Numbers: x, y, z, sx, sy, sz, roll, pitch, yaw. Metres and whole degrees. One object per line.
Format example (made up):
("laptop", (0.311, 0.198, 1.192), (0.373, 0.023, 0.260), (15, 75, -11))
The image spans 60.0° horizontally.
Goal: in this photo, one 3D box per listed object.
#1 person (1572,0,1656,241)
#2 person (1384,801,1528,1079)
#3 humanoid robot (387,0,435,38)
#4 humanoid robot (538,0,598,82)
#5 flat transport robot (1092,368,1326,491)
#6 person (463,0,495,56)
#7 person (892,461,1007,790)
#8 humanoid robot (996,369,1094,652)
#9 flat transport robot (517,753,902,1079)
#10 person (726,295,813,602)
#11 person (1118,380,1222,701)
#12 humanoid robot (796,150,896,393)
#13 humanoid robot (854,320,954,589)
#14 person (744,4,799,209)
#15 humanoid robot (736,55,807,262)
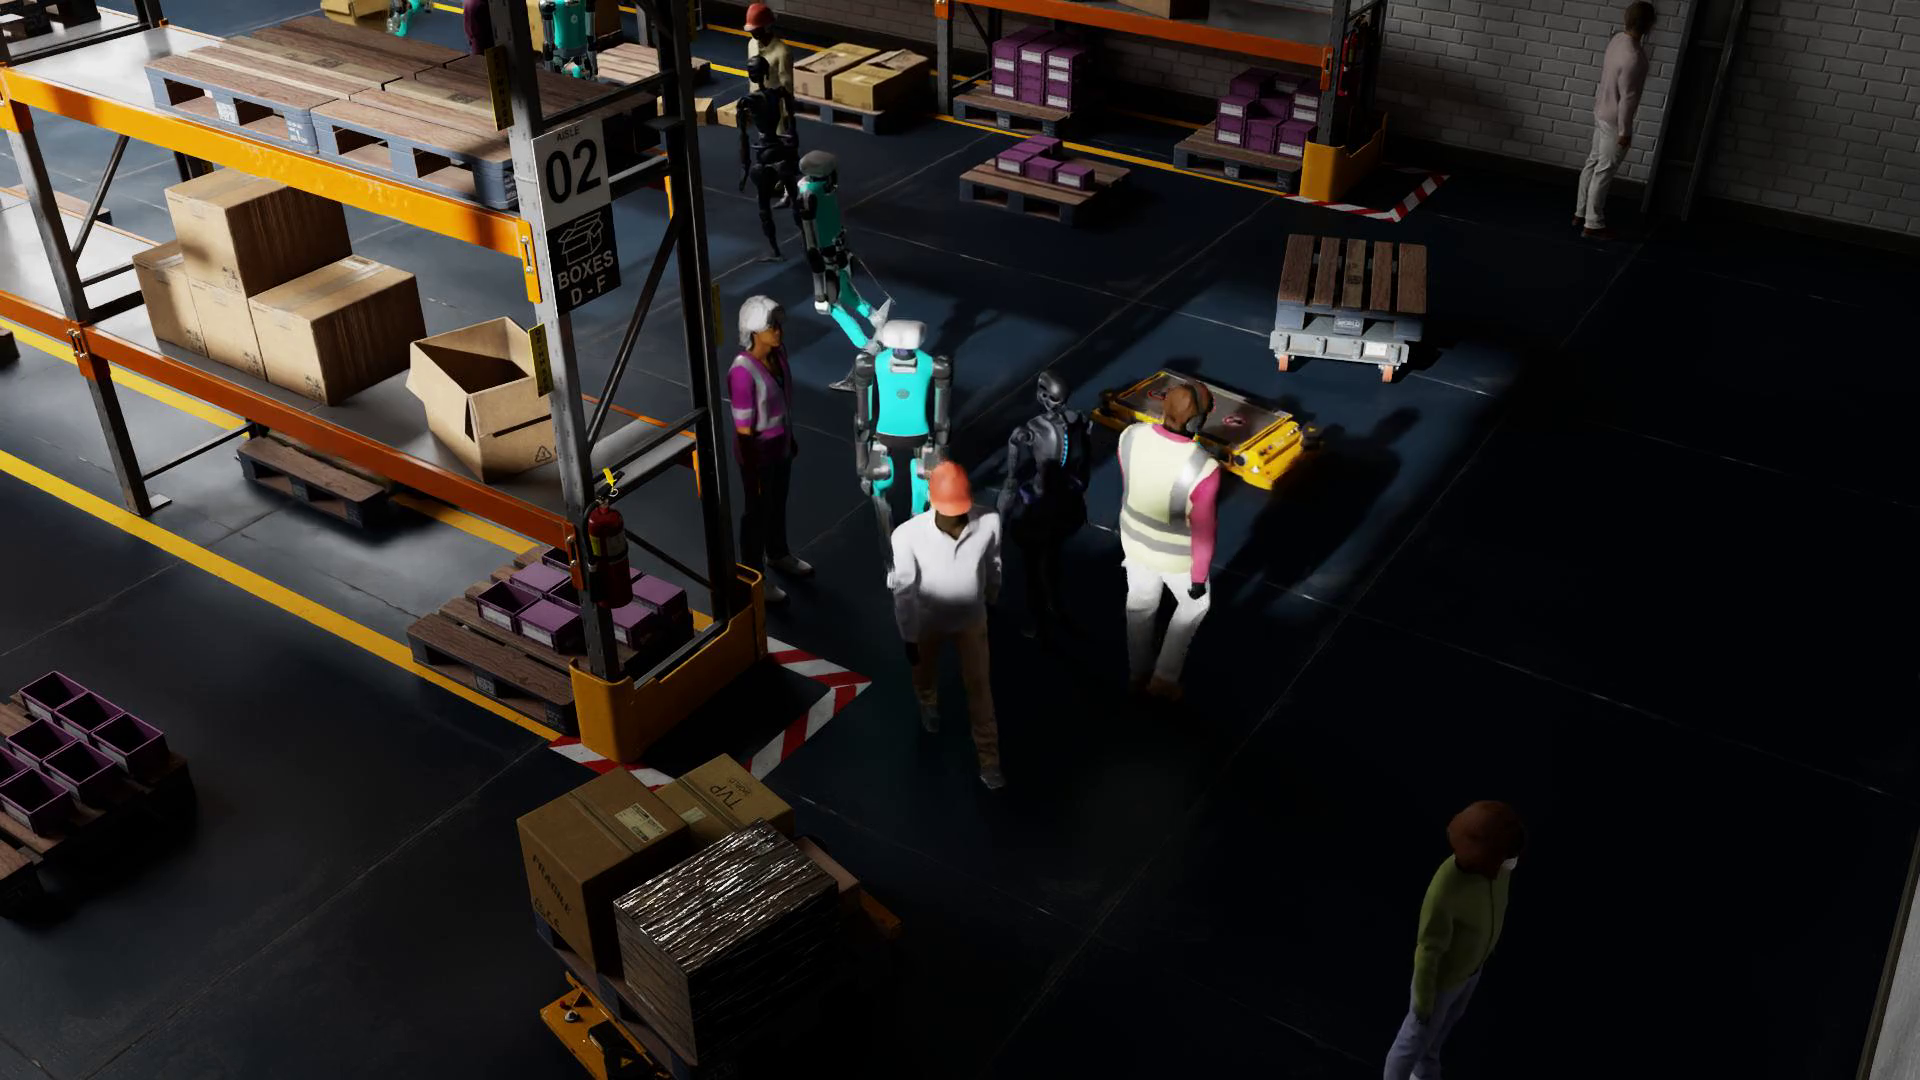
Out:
("person", (5.376, -3.431, 13.616), (0.365, 1.939, 0.635), (2, 33, 3))
("person", (1.833, 1.592, 6.173), (0.506, 1.630, 0.266), (-27, 42, -35))
("humanoid robot", (-5.824, -5.590, 17.156), (1.001, 1.775, 0.540), (16, 36, 23))
("humanoid robot", (-3.597, -4.296, 15.007), (0.533, 1.677, 0.735), (-26, 41, -33))
("flat transport robot", (1.641, -0.761, 11.042), (1.431, 0.231, 0.659), (26, 41, 34))
("person", (-4.272, -4.331, 15.001), (0.435, 1.944, 0.482), (-2, 33, -2))
("person", (-0.040, 0.369, 7.988), (0.582, 1.697, 0.929), (-10, 34, -15))
("humanoid robot", (0.429, -0.172, 8.844), (0.600, 1.657, 0.392), (-19, 37, -26))
("flat transport robot", (-0.999, 1.806, 7.097), (1.431, 0.231, 0.659), (-26, 41, -34))
("person", (-1.074, -0.511, 9.223), (0.340, 1.839, 0.508), (14, 35, 20))
("person", (1.046, 0.035, 8.395), (0.638, 1.825, 0.445), (27, 41, 34))
("humanoid robot", (-0.646, -1.676, 11.189), (0.822, 1.869, 0.546), (8, 34, 12))
("humanoid robot", (-0.306, -0.465, 9.260), (0.550, 1.788, 0.836), (0, 33, 0))
("person", (-1.627, -3.715, 14.236), (0.388, 1.732, 0.569), (-27, 42, -35))
("humanoid robot", (-1.459, -3.003, 13.204), (0.609, 1.645, 0.468), (-27, 42, -35))
